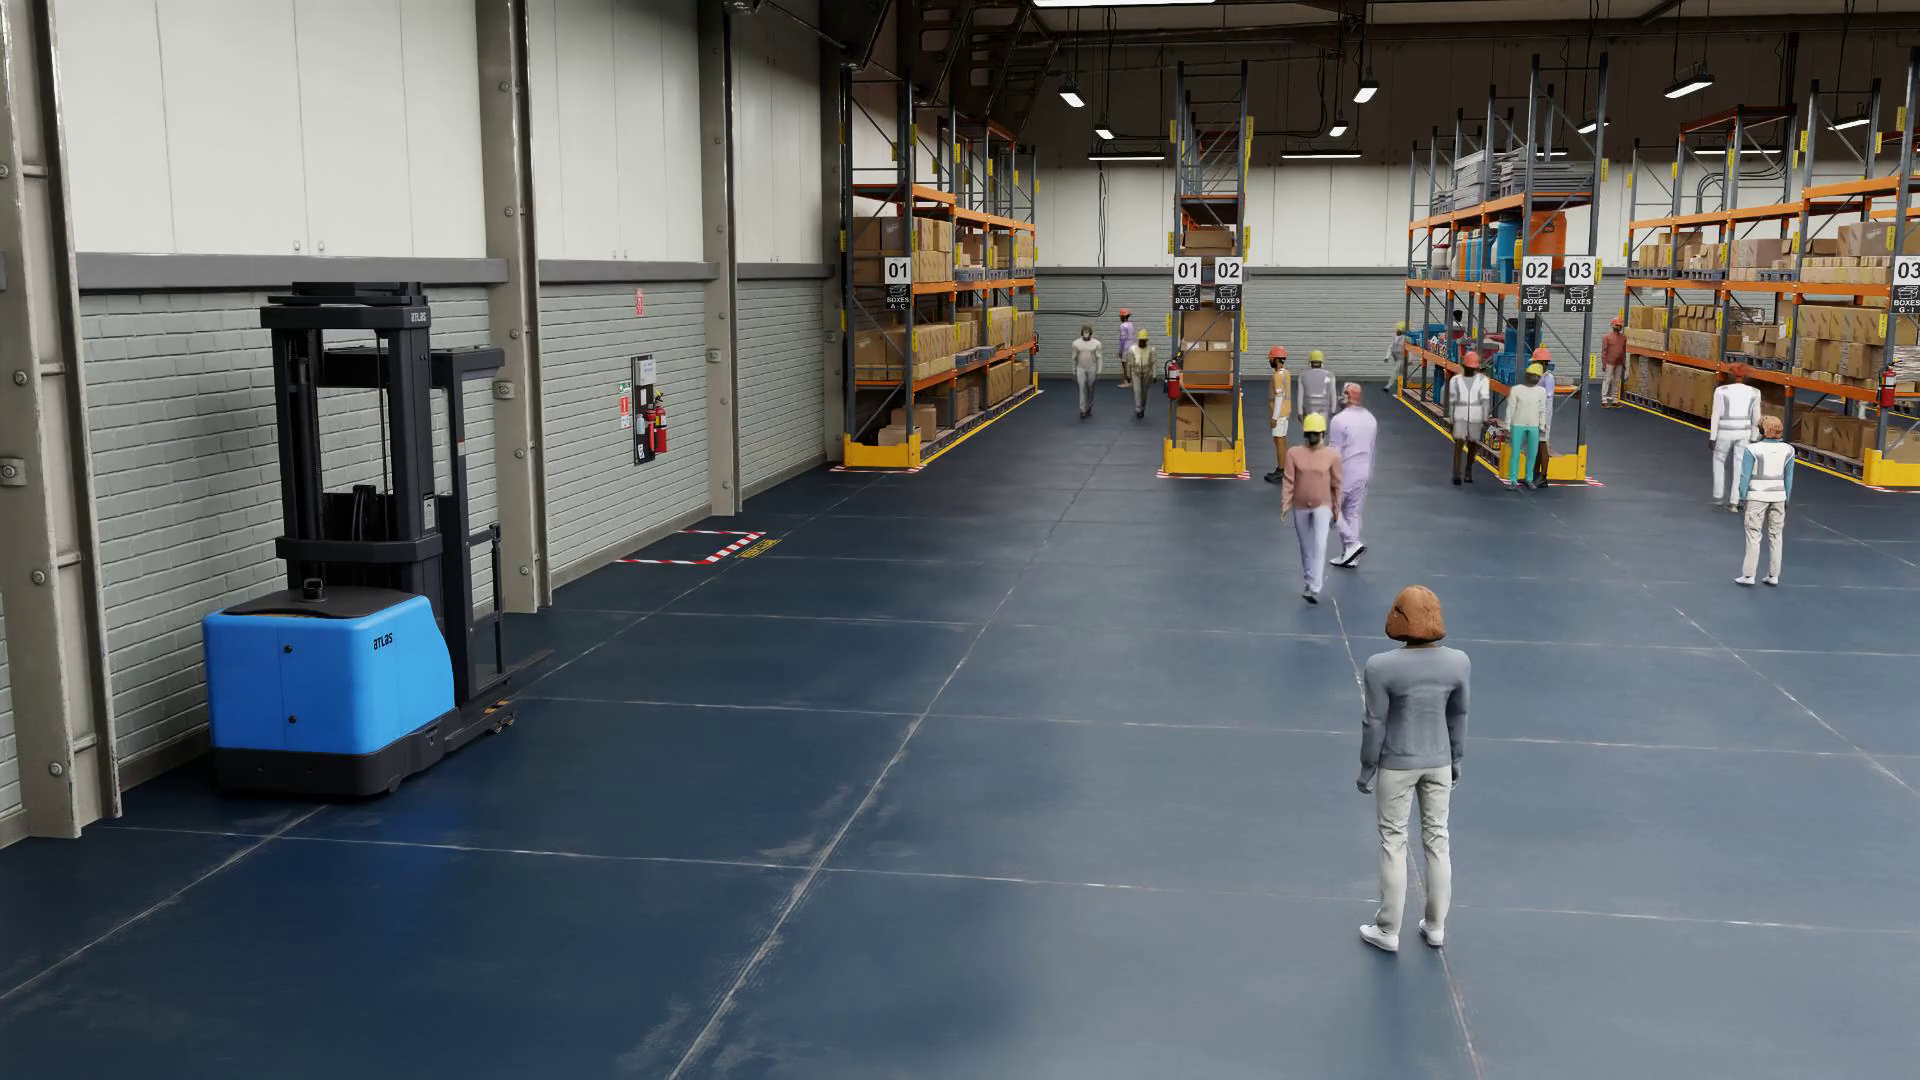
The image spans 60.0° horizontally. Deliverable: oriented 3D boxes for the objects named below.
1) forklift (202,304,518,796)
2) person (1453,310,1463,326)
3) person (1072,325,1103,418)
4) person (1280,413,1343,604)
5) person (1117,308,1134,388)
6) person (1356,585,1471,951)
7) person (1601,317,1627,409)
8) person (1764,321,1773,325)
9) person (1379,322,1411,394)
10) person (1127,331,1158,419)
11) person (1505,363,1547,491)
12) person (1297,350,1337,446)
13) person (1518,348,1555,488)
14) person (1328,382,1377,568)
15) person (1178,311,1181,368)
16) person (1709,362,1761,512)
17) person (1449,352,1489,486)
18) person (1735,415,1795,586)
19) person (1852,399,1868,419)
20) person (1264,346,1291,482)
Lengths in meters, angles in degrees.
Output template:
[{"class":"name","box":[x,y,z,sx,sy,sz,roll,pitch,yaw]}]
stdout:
[{"class":"forklift","box":[-3.673,-0.038,10.147,1.129,2.768,1.873,1,9,9]},{"class":"person","box":[13.280,-5.187,44.582,0.372,1.966,0.603,-3,10,-19]},{"class":"person","box":[2.629,-3.509,34.447,0.640,1.908,0.959,1,9,6]},{"class":"person","box":[3.174,-0.283,15.081,0.526,1.721,0.904,4,10,22]},{"class":"person","box":[4.231,-4.930,42.766,0.390,2.040,0.614,5,11,29]},{"class":"person","box":[2.006,1.008,7.389,0.500,1.636,0.280,-2,9,-12]},{"class":"person","box":[14.344,-3.888,36.474,0.622,1.996,0.370,-3,10,-17]},{"class":"person","box":[17.271,-3.720,35.639,0.628,1.935,0.373,6,11,32]},{"class":"person","box":[10.683,-4.435,40.566,0.961,1.760,0.607,-3,10,-16]},{"class":"person","box":[3.744,-3.394,34.117,0.604,1.779,0.955,0,9,2]},{"class":"person","box":[7.782,-1.557,22.965,0.598,1.746,0.441,0,9,1]},{"class":"person","box":[5.489,-2.026,25.627,0.591,1.804,0.879,2,10,15]},{"class":"person","box":[8.079,-1.711,23.236,0.357,1.938,0.545,0,9,-2]},{"class":"person","box":[3.917,-0.646,16.811,0.673,1.891,0.463,-7,12,-39]},{"class":"person","box":[5.868,-5.040,43.684,0.870,1.973,0.634,5,10,27]},{"class":"person","box":[9.745,-1.314,20.994,0.617,1.860,0.699,1,9,8]},{"class":"person","box":[7.157,-1.711,23.440,0.542,1.878,0.984,2,10,14]},{"class":"person","box":[7.707,-0.372,15.918,0.517,1.635,0.313,-1,9,-5]},{"class":"person","box":[16.745,-2.802,30.960,0.550,1.608,0.658,5,11,30]},{"class":"person","box":[4.557,-1.817,23.886,0.377,1.938,0.547,4,10,23]}]
